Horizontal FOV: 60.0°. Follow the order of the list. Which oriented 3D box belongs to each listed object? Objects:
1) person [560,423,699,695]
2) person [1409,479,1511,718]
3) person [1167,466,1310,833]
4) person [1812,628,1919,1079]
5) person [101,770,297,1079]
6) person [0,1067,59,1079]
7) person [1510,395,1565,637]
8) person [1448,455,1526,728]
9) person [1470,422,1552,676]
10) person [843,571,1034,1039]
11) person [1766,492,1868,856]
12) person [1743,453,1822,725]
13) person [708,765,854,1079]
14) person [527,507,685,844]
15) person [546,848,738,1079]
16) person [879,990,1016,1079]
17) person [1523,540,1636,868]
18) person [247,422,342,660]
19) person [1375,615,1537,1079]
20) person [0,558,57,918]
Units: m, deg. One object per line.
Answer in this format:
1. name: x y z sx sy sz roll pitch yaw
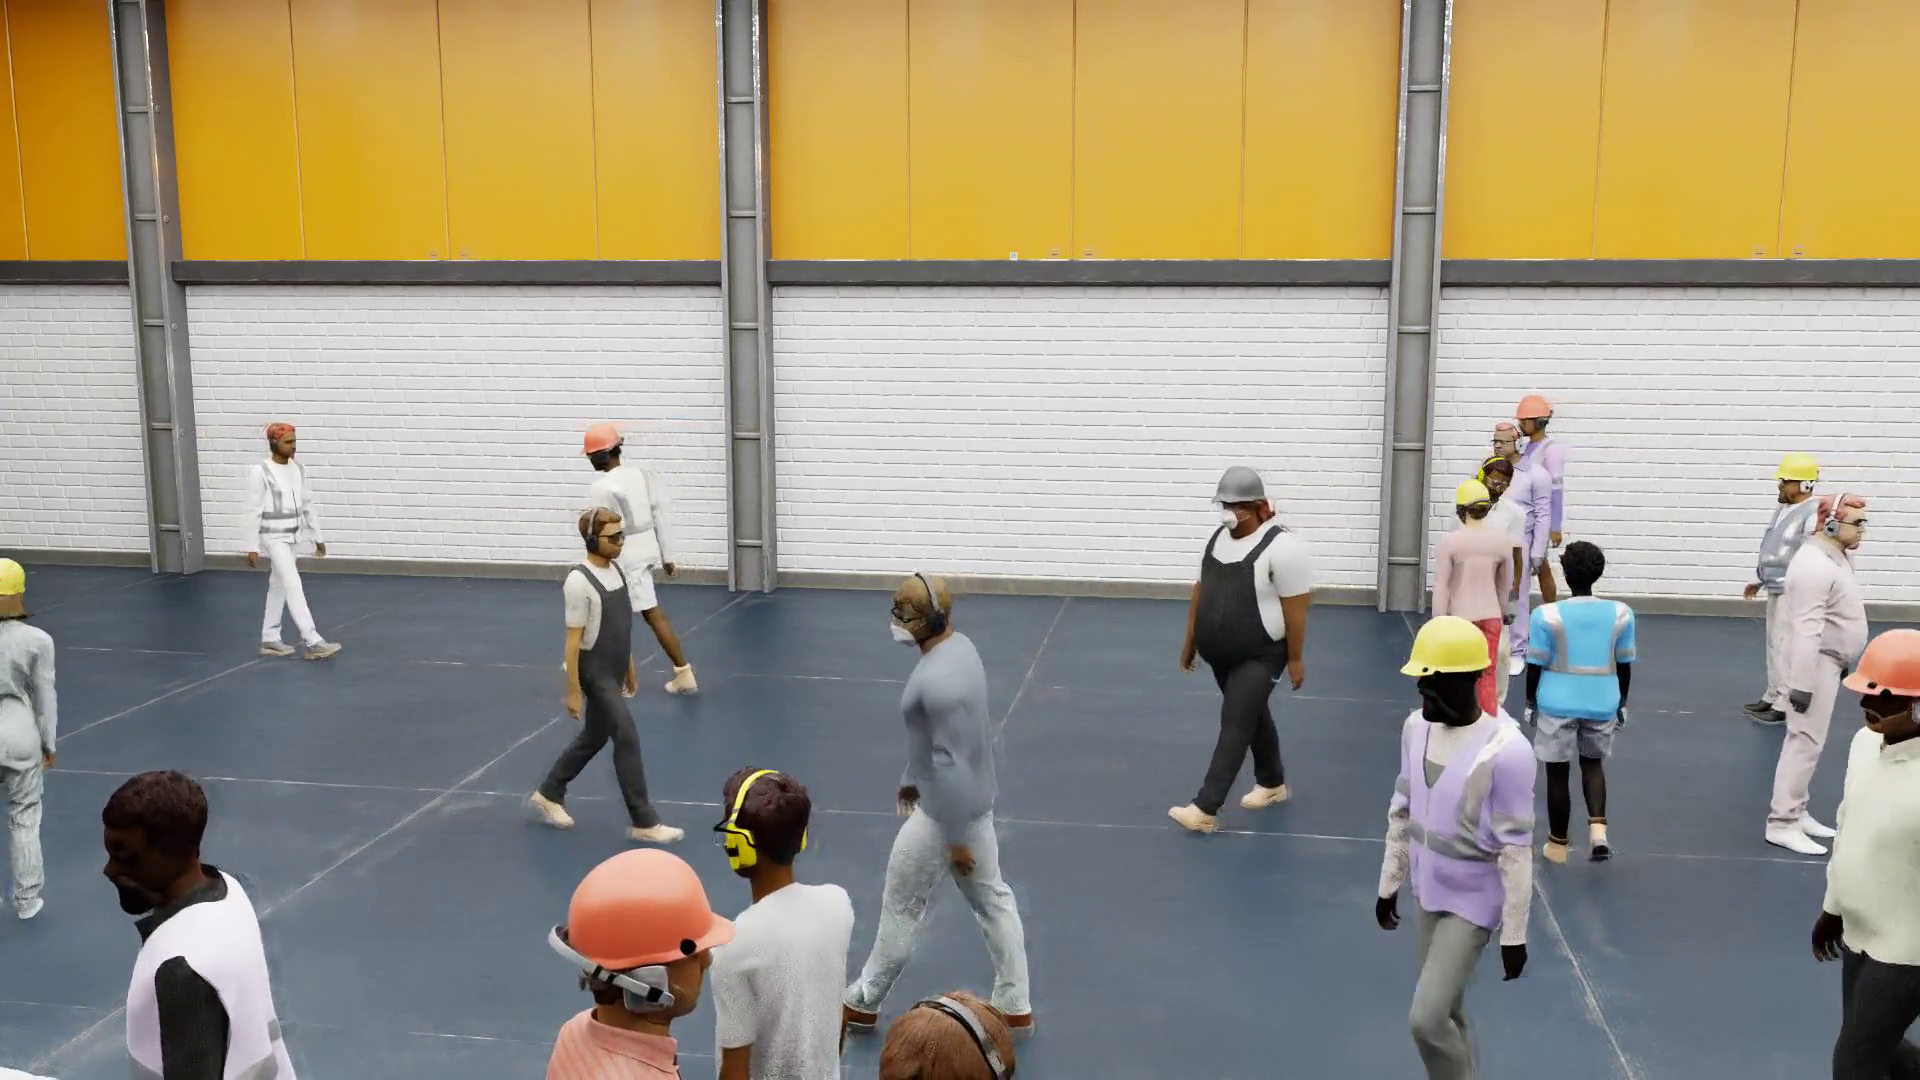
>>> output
1. person: -2.366 0.149 11.871 1.138 1.948 0.611 3 10 18
2. person: 3.173 0.477 10.485 0.547 1.720 0.886 -1 9 -8
3. person: 1.508 0.548 9.118 1.031 2.000 0.698 -6 11 -32
4. person: 2.978 1.230 5.140 0.801 1.968 0.625 1 9 7
5. person: -1.727 1.448 3.984 0.561 1.905 0.632 -3 10 -19
6. person: -1.860 1.619 3.005 0.636 1.897 1.004 -6 11 -33
7. person: 4.633 -0.172 13.630 0.831 2.009 0.639 0 9 -2
8. person: 3.426 0.342 11.035 0.624 1.836 0.360 6 11 34
9. person: 4.078 0.063 12.517 0.655 1.906 0.407 9 13 43
10. person: -0.163 1.045 6.501 1.002 1.882 0.660 2 9 12
11. person: 4.527 0.684 8.734 0.398 1.896 0.702 6 11 32
12. person: 5.564 0.321 11.189 0.431 1.828 0.611 1 9 7
13. person: -0.510 1.456 4.104 0.650 1.842 0.564 6 11 35
14. person: -1.944 0.708 8.860 0.924 1.810 0.523 2 9 14
15. person: -0.578 1.544 3.110 0.376 1.996 0.612 -5 10 -26
16. person: 0.042 1.657 2.968 0.665 1.821 0.442 6 11 33
17. person: 3.105 0.837 8.391 0.550 1.686 0.369 0 9 1
18. person: -5.160 0.016 12.973 0.896 1.848 0.611 2 10 15
19. person: 1.602 1.192 5.552 0.513 1.906 0.608 -3 10 -19
20. person: -4.430 0.958 7.655 0.551 1.727 0.472 -5 11 -29
